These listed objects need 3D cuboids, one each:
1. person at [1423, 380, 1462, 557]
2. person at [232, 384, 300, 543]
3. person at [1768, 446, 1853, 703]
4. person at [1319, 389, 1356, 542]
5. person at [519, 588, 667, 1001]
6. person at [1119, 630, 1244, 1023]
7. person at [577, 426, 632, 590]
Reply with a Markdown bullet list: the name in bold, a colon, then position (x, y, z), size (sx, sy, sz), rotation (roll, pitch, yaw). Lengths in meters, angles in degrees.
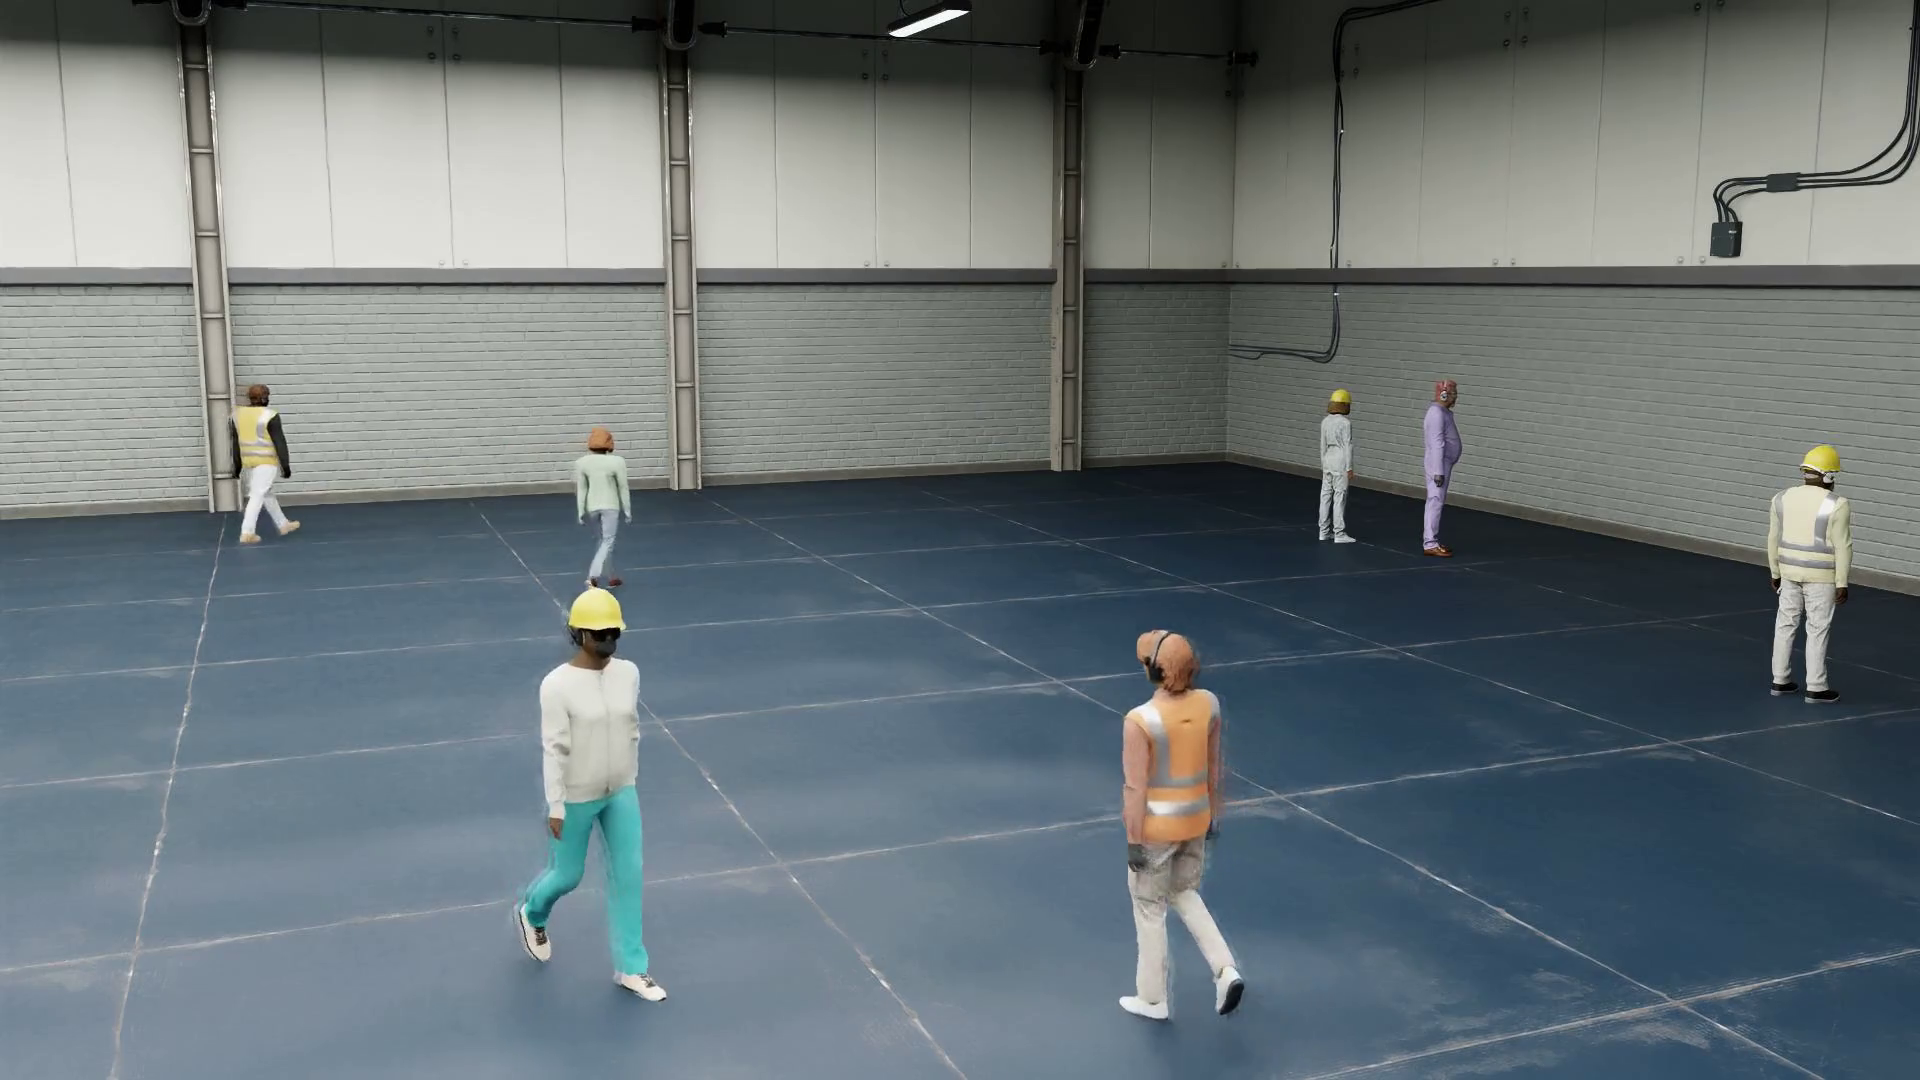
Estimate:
- **person**: position (5.223, -0.778, 18.029), size (0.405, 1.904, 0.653), rotation (3, 9, 16)
- **person**: position (-7.973, -0.886, 19.060), size (0.644, 1.791, 0.986), rotation (4, 10, 22)
- **person**: position (6.071, 0.240, 11.864), size (0.404, 1.829, 0.600), rotation (-5, 10, -29)
- **person**: position (4.306, -0.843, 18.943), size (0.298, 1.744, 0.486), rotation (-5, 10, -29)
- **person**: position (-1.590, 1.048, 7.081), size (0.791, 1.742, 0.528), rotation (8, 12, 42)
- **person**: position (0.878, 1.170, 6.648), size (0.520, 1.629, 0.466), rotation (-6, 11, -35)
- **person**: position (-3.423, -0.284, 15.868), size (0.503, 1.605, 0.801), rotation (3, 9, 17)
